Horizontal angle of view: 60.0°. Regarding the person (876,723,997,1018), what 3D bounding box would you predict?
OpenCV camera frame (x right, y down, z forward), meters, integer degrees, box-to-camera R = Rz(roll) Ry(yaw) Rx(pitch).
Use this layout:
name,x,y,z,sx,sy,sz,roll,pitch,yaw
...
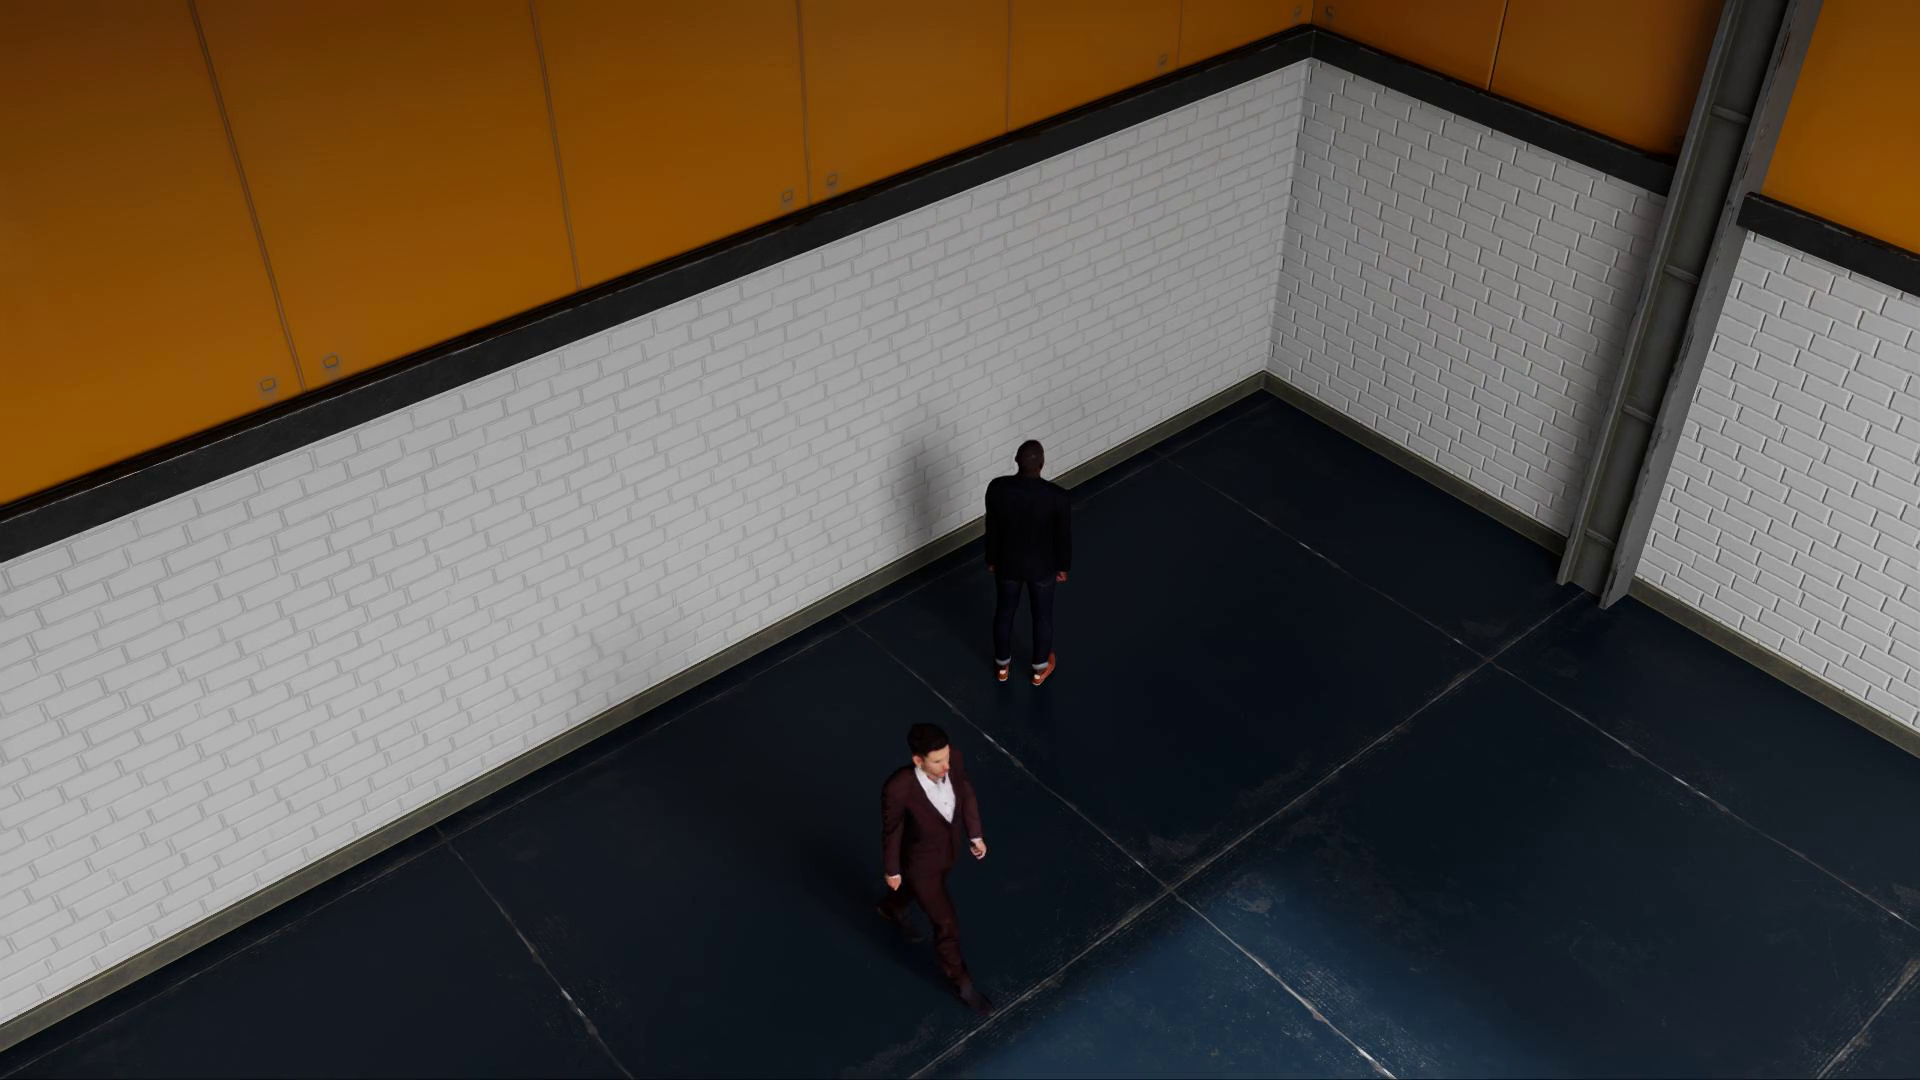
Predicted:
name,x,y,z,sx,sy,sz,roll,pitch,yaw
person,-0.208,1.563,8.575,1.217,1.832,0.799,29,47,32

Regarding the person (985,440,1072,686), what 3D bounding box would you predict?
name,x,y,z,sx,sy,sz,roll,pitch,yaw
person,0.404,0.146,10.359,0.756,1.818,0.846,8,39,9
